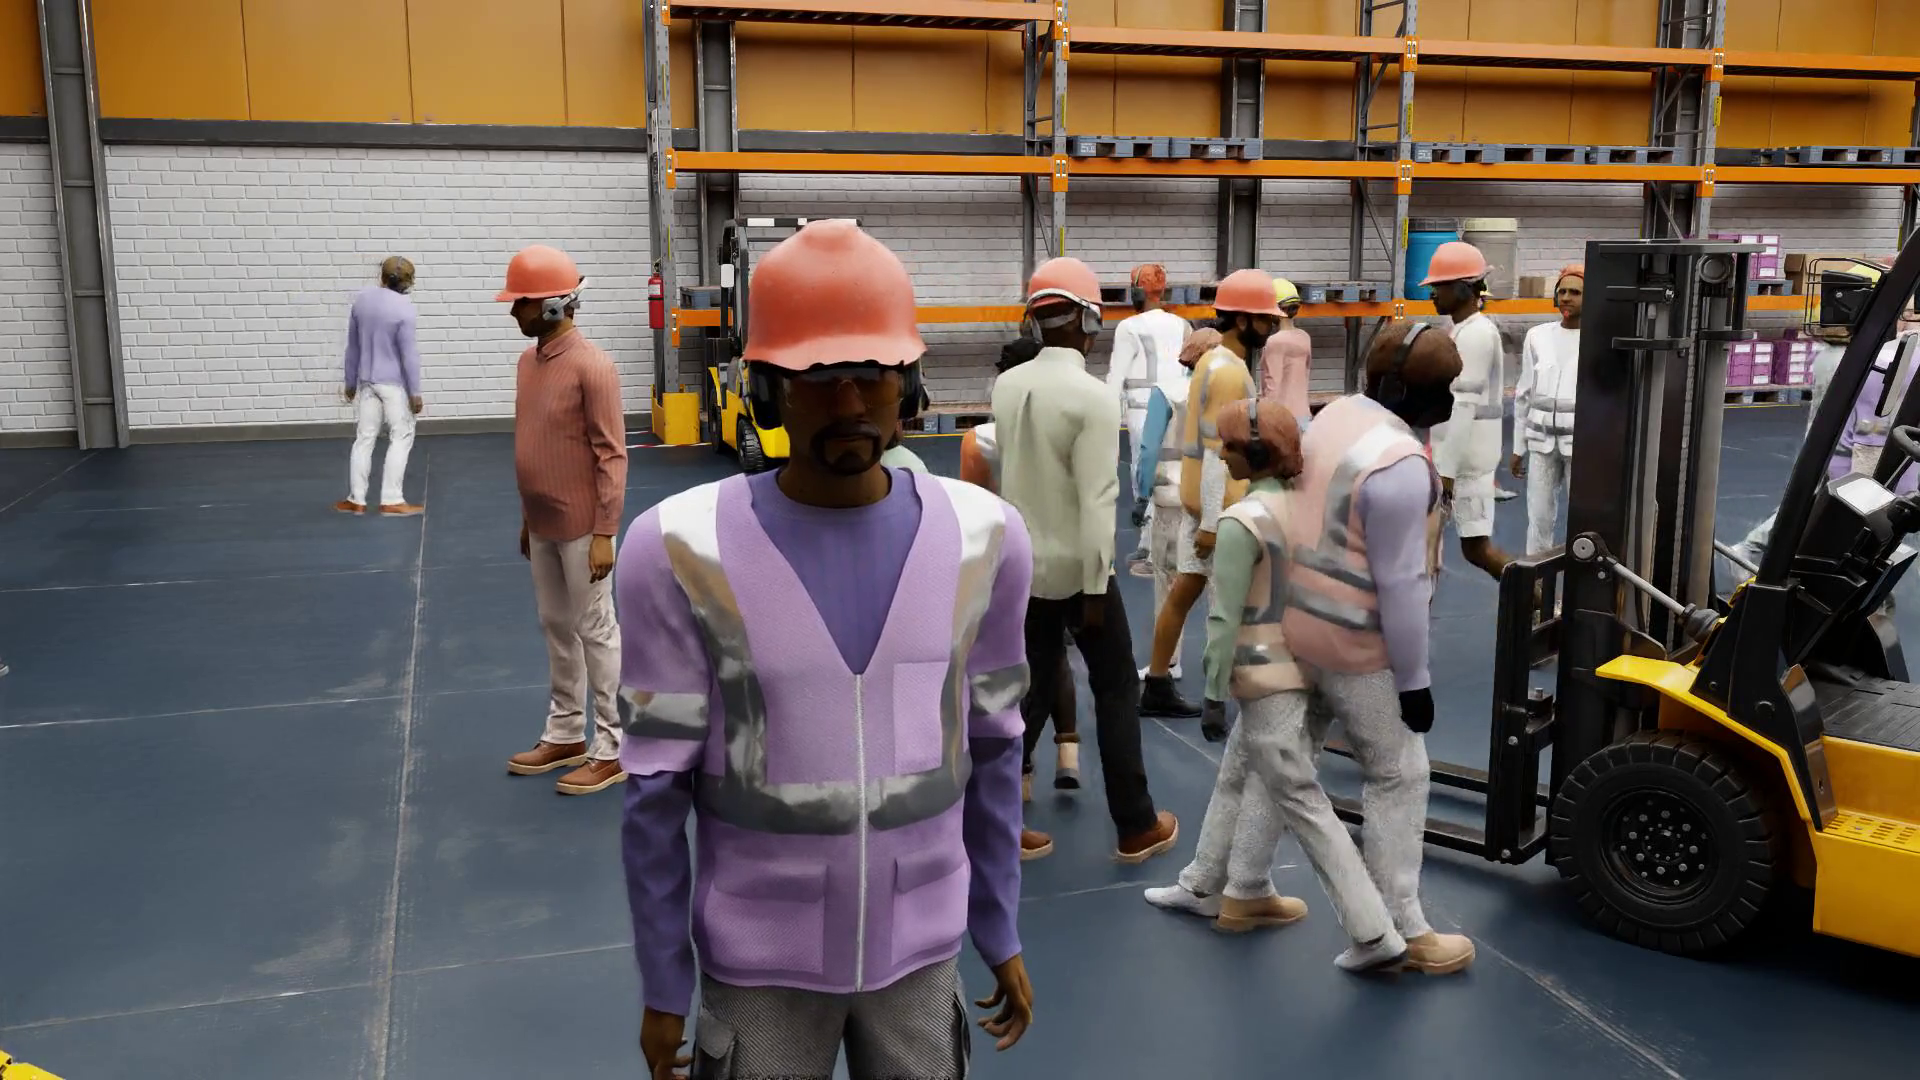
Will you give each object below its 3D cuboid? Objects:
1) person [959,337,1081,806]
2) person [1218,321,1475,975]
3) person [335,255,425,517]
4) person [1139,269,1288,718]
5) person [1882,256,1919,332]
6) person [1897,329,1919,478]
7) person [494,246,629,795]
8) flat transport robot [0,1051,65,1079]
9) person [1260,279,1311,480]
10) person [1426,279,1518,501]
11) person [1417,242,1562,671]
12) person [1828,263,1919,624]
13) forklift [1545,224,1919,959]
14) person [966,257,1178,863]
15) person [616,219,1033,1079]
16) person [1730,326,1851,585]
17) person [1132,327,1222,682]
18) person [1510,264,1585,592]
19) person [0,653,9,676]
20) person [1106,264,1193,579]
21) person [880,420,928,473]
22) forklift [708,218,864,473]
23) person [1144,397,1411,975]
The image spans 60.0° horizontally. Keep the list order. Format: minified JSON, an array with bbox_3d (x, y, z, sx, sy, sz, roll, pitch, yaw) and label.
[{"bbox_3d":[0.245,0.121,5.908,0.535,1.678,0.365,-2,11,-13],"label":"person"},{"bbox_3d":[1.105,0.298,4.606,0.686,1.796,0.665,-2,10,-10],"label":"person"},{"bbox_3d":[-4.224,-1.105,12.070,0.792,1.903,0.430,5,12,27],"label":"person"},{"bbox_3d":[1.204,-0.159,6.880,0.979,1.886,0.552,0,10,-2],"label":"person"},{"bbox_3d":[7.713,-1.417,13.832,0.989,1.854,0.647,-8,13,-38],"label":"person"},{"bbox_3d":[5.090,-0.481,8.776,0.542,1.835,0.818,2,11,13],"label":"person"},{"bbox_3d":[-1.451,-0.067,6.081,0.398,1.988,0.613,-9,14,-42],"label":"person"},{"bbox_3d":[-2.564,1.305,3.272,0.652,0.197,1.431,6,12,31],"label":"flat transport robot"},{"bbox_3d":[2.005,-0.738,10.381,0.329,1.765,0.526,8,13,37],"label":"person"},{"bbox_3d":[3.921,-1.152,12.715,0.817,1.732,0.535,1,10,4],"label":"person"},{"bbox_3d":[2.438,-0.376,7.765,0.957,2.009,0.661,2,11,11],"label":"person"},{"bbox_3d":[3.684,-0.161,6.794,0.377,1.918,0.585,8,13,39],"label":"person"},{"bbox_3d":[2.909,0.117,4.508,2.313,2.155,1.214,9,14,40],"label":"forklift"},{"bbox_3d":[0.317,0.083,5.349,0.690,1.961,0.643,-8,13,-37],"label":"person"},{"bbox_3d":[-0.169,0.576,2.407,0.610,2.043,0.397,-4,11,-19],"label":"person"},{"bbox_3d":[4.789,-0.511,9.278,0.768,1.714,0.490,0,10,3],"label":"person"},{"bbox_3d":[1.051,-0.146,7.589,0.616,1.600,0.324,-6,12,-30],"label":"person"},{"bbox_3d":[3.099,-0.460,8.524,0.575,1.885,0.355,10,14,43],"label":"person"},{"bbox_3d":[-4.649,-0.265,7.633,0.403,1.825,0.596,-7,13,-34],"label":"person"},{"bbox_3d":[1.078,-0.701,9.920,0.583,1.862,0.661,-10,14,-43],"label":"person"},{"bbox_3d":[-0.310,0.196,5.706,0.502,1.597,0.745,10,14,43],"label":"person"},{"bbox_3d":[-1.522,-1.778,14.899,1.214,2.155,2.313,-3,11,-17],"label":"forklift"},{"bbox_3d":[0.895,0.396,4.627,0.867,1.592,0.530,8,13,36],"label":"person"}]
